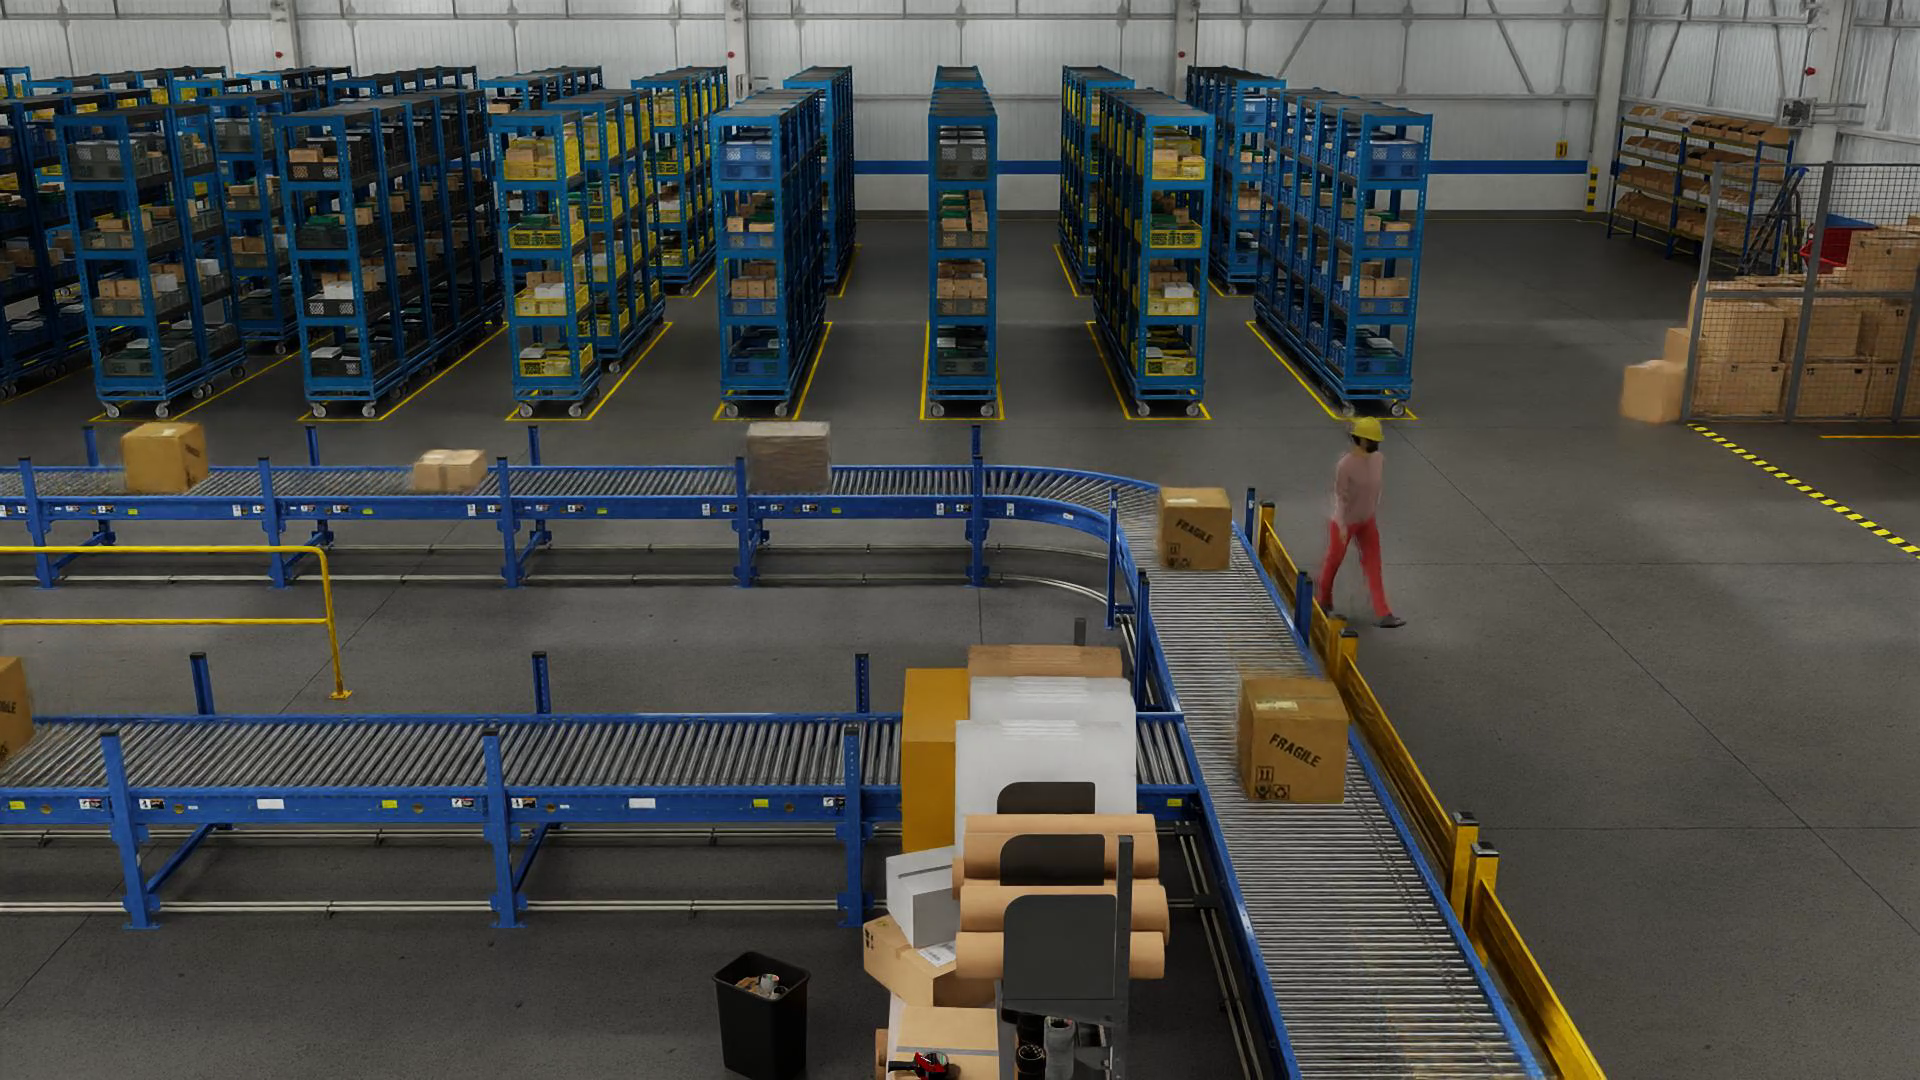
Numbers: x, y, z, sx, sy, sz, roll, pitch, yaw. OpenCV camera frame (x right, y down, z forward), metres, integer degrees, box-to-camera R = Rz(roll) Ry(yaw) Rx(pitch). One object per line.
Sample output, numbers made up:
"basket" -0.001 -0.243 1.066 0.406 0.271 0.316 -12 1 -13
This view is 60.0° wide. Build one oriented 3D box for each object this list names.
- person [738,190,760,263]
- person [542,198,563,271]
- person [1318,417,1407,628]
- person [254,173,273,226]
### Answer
"person" -3.518 -5.297 28.780 0.641 1.952 0.977 -3 18 -11
"person" -6.460 -4.586 26.792 0.588 1.837 0.403 -6 19 -17
"person" 3.215 -0.125 13.232 0.552 1.724 0.893 -10 20 -28
"person" -14.113 -6.816 33.652 0.391 1.841 0.564 -3 18 -9
